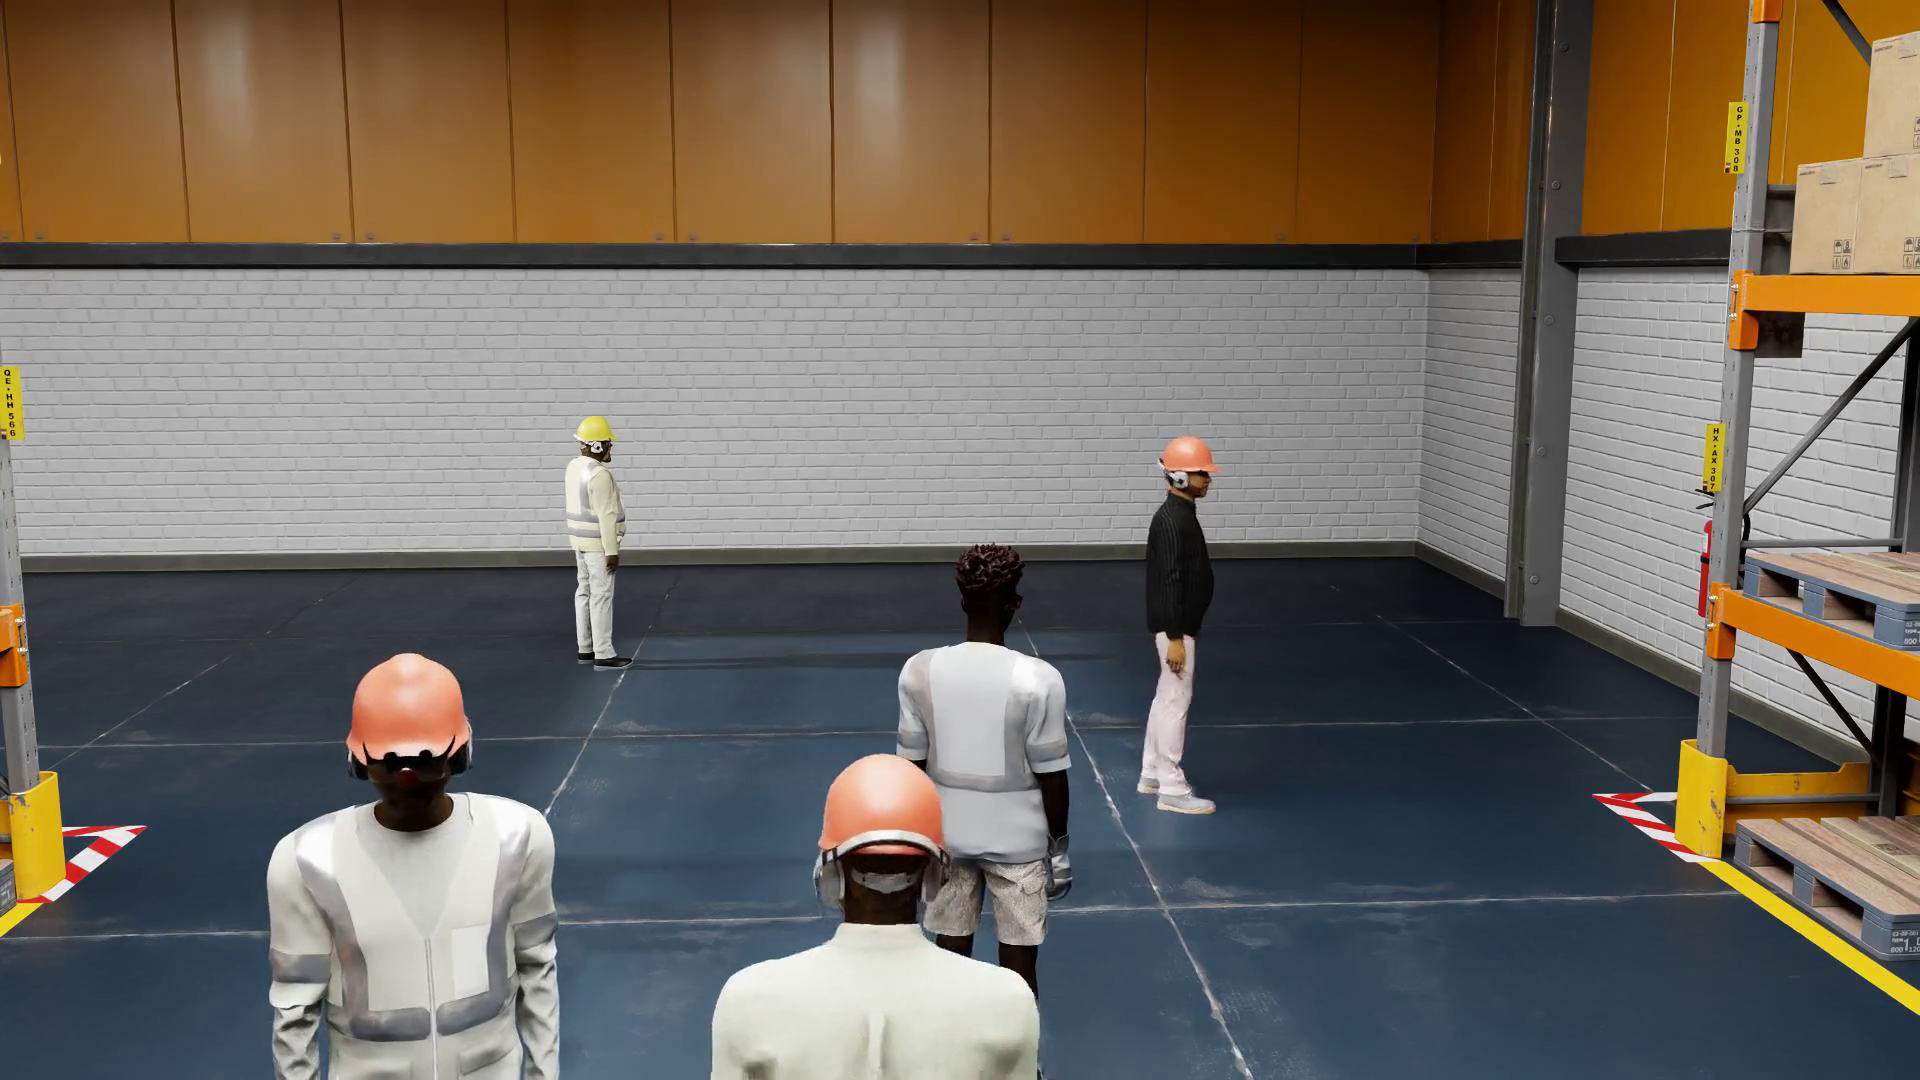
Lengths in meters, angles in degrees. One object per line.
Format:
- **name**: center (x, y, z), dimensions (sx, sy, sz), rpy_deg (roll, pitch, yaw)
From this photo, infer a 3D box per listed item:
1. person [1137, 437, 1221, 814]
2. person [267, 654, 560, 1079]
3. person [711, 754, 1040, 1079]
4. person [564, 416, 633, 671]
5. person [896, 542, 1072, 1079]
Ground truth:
- **person**: center (1.150, 0.451, 8.845), dimensions (0.527, 1.995, 0.628), rpy_deg (2, 9, 11)
- **person**: center (-1.167, 1.242, 3.659), dimensions (0.615, 2.038, 0.395), rpy_deg (-4, 10, -25)
- **person**: center (-0.161, 1.387, 3.015), dimensions (0.628, 1.959, 0.651), rpy_deg (-1, 9, -3)
- **person**: center (-2.607, 0.021, 11.979), dimensions (0.404, 1.831, 0.600), rpy_deg (-7, 11, -36)
- **person**: center (0.091, 0.981, 5.530), dimensions (0.603, 1.967, 0.366), rpy_deg (4, 10, 23)
